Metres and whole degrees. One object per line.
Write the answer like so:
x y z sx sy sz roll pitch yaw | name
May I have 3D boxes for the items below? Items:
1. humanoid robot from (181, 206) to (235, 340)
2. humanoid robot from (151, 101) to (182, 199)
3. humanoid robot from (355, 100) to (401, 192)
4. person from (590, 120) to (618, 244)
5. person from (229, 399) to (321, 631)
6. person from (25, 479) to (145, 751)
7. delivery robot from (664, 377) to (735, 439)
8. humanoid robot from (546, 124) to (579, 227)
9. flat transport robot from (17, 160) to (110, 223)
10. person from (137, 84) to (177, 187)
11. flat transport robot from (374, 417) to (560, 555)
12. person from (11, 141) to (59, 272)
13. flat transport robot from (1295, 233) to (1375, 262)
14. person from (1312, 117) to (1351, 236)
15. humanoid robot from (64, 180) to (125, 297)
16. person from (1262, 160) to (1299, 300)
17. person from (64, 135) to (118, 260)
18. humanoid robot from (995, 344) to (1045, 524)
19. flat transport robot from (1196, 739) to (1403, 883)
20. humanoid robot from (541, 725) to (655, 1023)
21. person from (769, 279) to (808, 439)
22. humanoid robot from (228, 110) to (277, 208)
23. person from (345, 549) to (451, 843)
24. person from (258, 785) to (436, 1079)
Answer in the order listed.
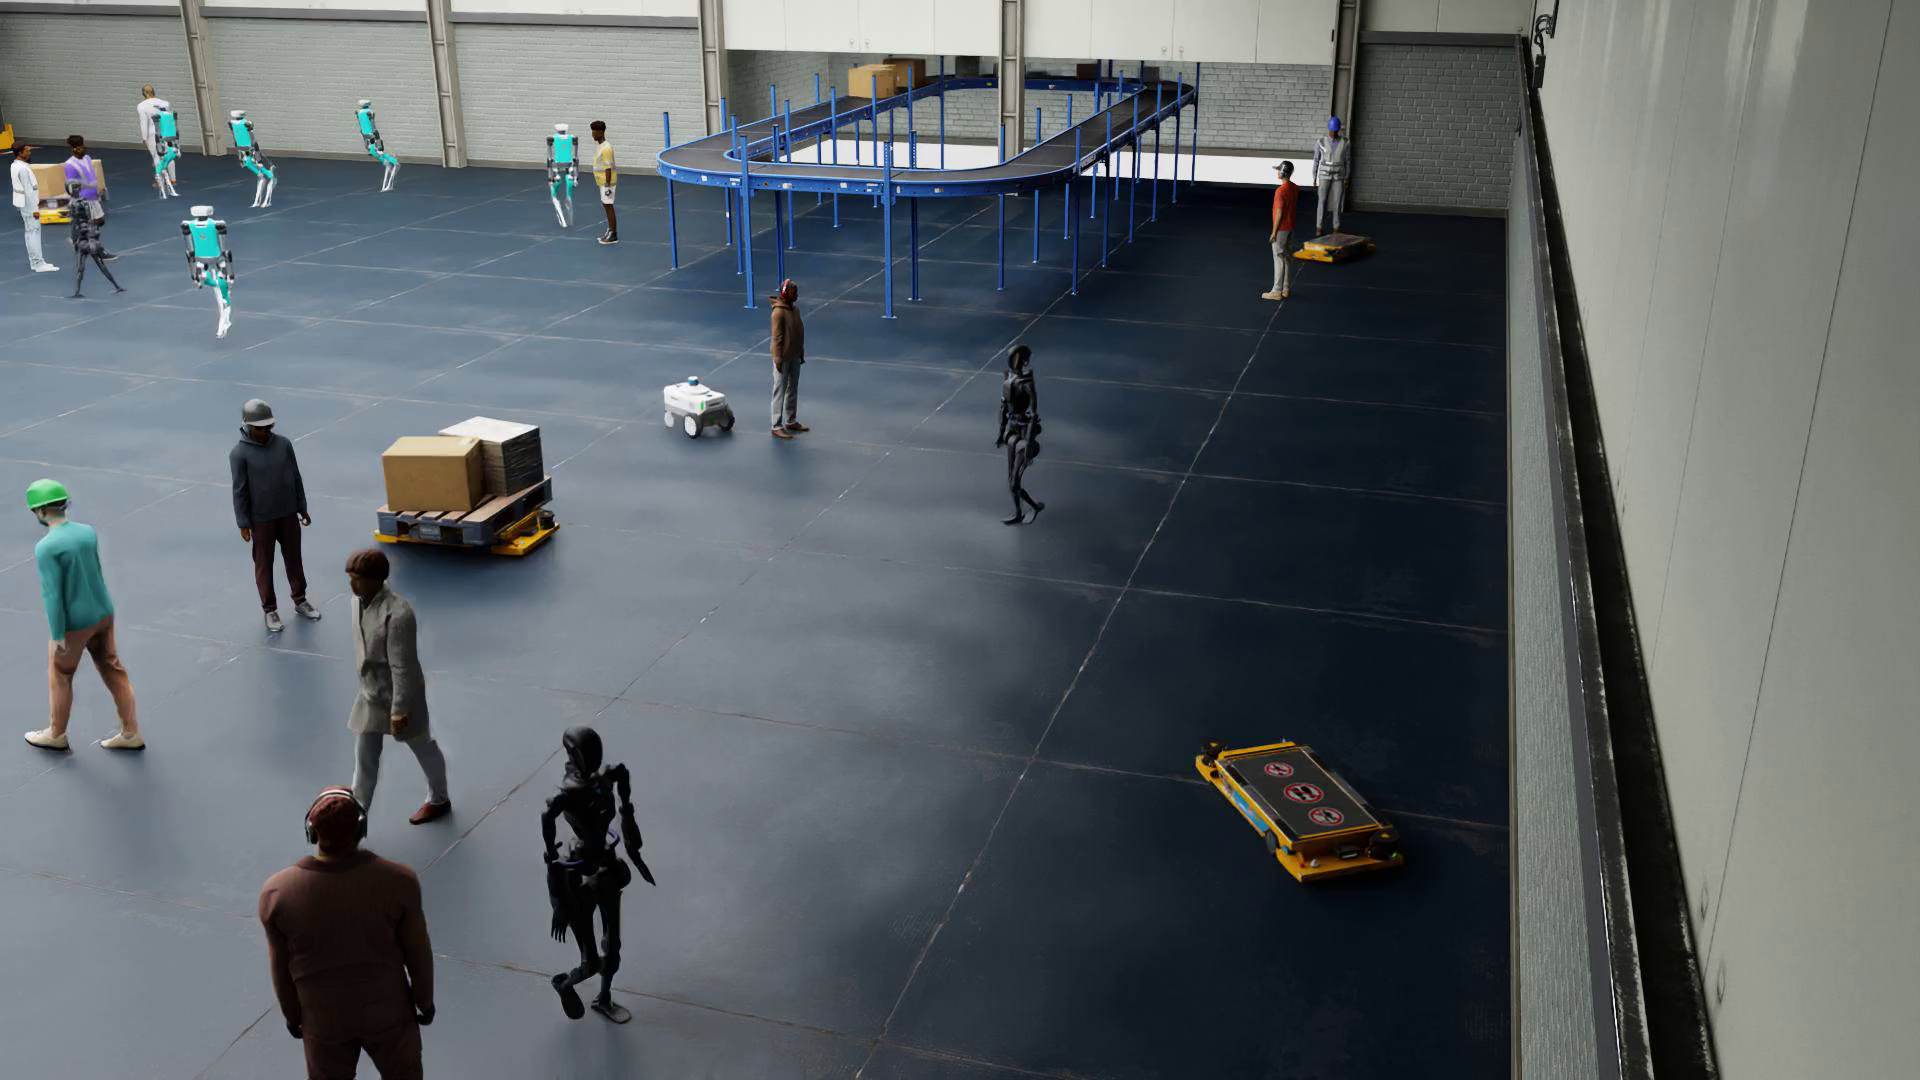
-9.338 -3.365 20.902 0.543 1.745 1.024 -3 21 -7 | humanoid robot
-14.820 -7.193 30.896 0.656 1.880 0.538 8 23 20 | humanoid robot
-10.923 -7.414 31.413 0.541 1.803 0.769 18 27 38 | humanoid robot
-5.717 -5.771 26.803 0.375 1.958 0.602 -7 22 -18 | person
-5.197 -0.205 12.576 0.380 1.806 0.548 18 27 39 | person
-5.755 0.511 10.700 0.865 1.816 0.564 6 22 16 | person
-2.778 -1.419 17.428 0.747 0.570 0.499 20 29 41 | delivery robot
-6.724 -6.078 28.063 0.547 1.899 0.703 -10 23 -25 | humanoid robot
-15.683 -5.766 29.132 0.659 0.231 1.431 -3 21 -7 | flat transport robot
-15.484 -7.784 32.056 0.373 1.934 0.627 12 24 28 | person
-4.287 -0.120 14.490 1.431 0.231 0.659 6 22 14 | flat transport robot
-13.863 -4.967 24.771 0.393 1.920 0.587 -16 26 -36 | person
5.884 -4.582 26.061 0.659 0.231 1.431 16 26 36 | flat transport robot
6.111 -5.981 27.382 0.617 1.934 0.412 2 21 4 | person
-12.192 -4.196 23.183 0.604 1.626 0.792 15 26 34 | humanoid robot
4.450 -4.290 23.026 0.379 1.913 0.477 16 26 36 | person
-13.418 -5.232 25.432 0.622 1.935 0.639 0 21 -1 | person
0.540 -0.926 14.613 0.394 1.646 0.601 -11 24 -27 | humanoid robot
2.023 1.588 10.059 0.659 0.231 1.431 -6 22 -16 | flat transport robot
-1.796 1.604 8.071 0.408 1.644 0.601 16 26 35 | humanoid robot
-1.784 -1.872 17.123 0.308 1.647 0.461 11 24 26 | person
-12.634 -6.852 29.875 0.536 1.760 0.730 10 23 23 | humanoid robot
-3.396 0.933 9.638 0.539 1.792 0.899 14 25 31 | person
-2.521 1.918 6.965 0.635 1.888 0.434 -6 22 -14 | person
